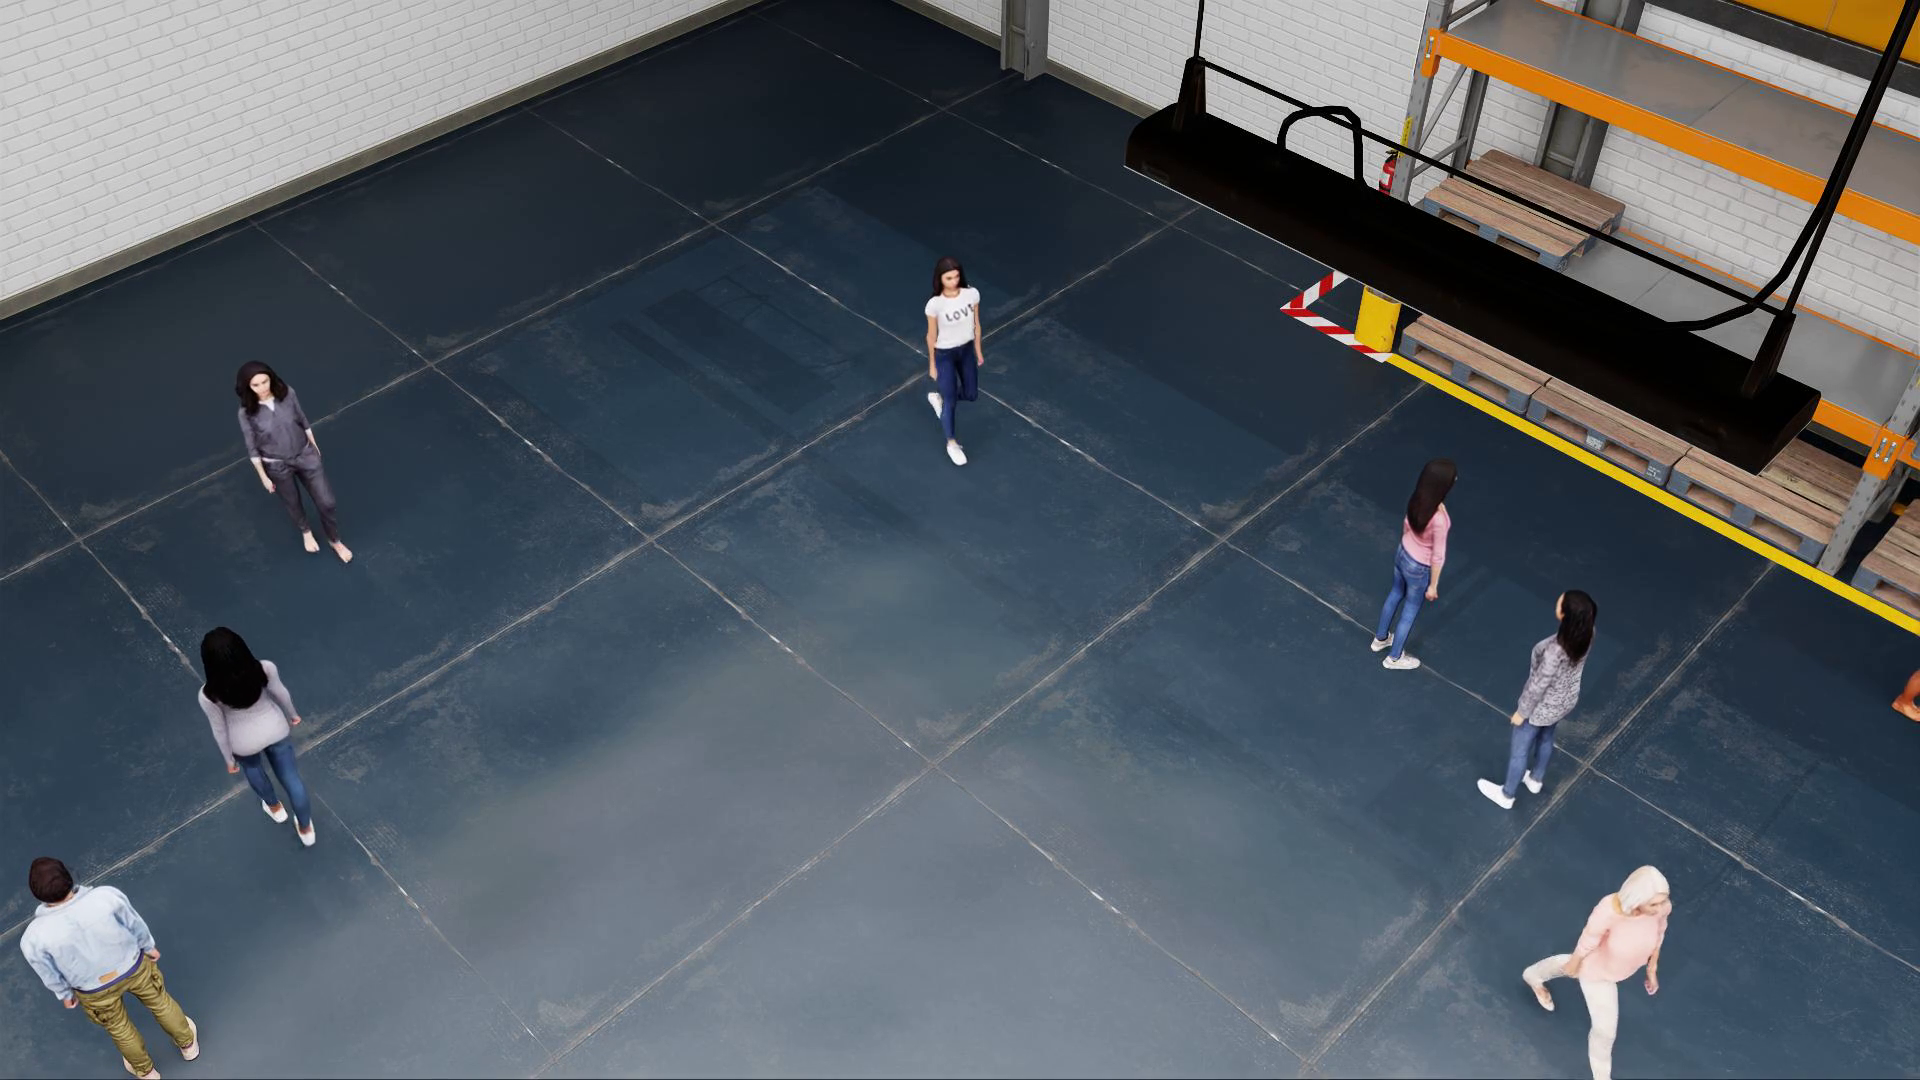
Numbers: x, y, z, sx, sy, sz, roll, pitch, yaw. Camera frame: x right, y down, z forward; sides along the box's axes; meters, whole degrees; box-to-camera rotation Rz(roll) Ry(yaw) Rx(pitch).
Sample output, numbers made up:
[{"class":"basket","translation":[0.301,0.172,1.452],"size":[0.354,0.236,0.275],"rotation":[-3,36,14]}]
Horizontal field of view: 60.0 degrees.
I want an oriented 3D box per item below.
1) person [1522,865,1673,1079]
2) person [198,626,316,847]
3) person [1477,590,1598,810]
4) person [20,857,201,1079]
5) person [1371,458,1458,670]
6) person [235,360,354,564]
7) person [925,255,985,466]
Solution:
[{"class":"person","translation":[3.383,2.175,8.835],"size":[0.865,1.668,1.246],"rotation":[-18,46,-18]},{"class":"person","translation":[-4.089,1.227,9.793],"size":[0.701,1.719,0.774],"rotation":[-27,50,-26]},{"class":"person","translation":[3.556,0.971,10.054],"size":[0.644,1.730,0.574],"rotation":[-28,50,-26]},{"class":"person","translation":[-4.436,2.241,8.661],"size":[0.681,1.811,0.563],"rotation":[-32,52,-29]},{"class":"person","translation":[2.994,0.139,10.918],"size":[0.708,1.742,0.587],"rotation":[-10,45,-11]},{"class":"person","translation":[-4.760,-0.609,11.703],"size":[0.668,1.743,0.783],"rotation":[-28,50,-26]},{"class":"person","translation":[-0.090,-1.409,12.527],"size":[0.727,1.764,0.917],"rotation":[-23,48,-22]}]
